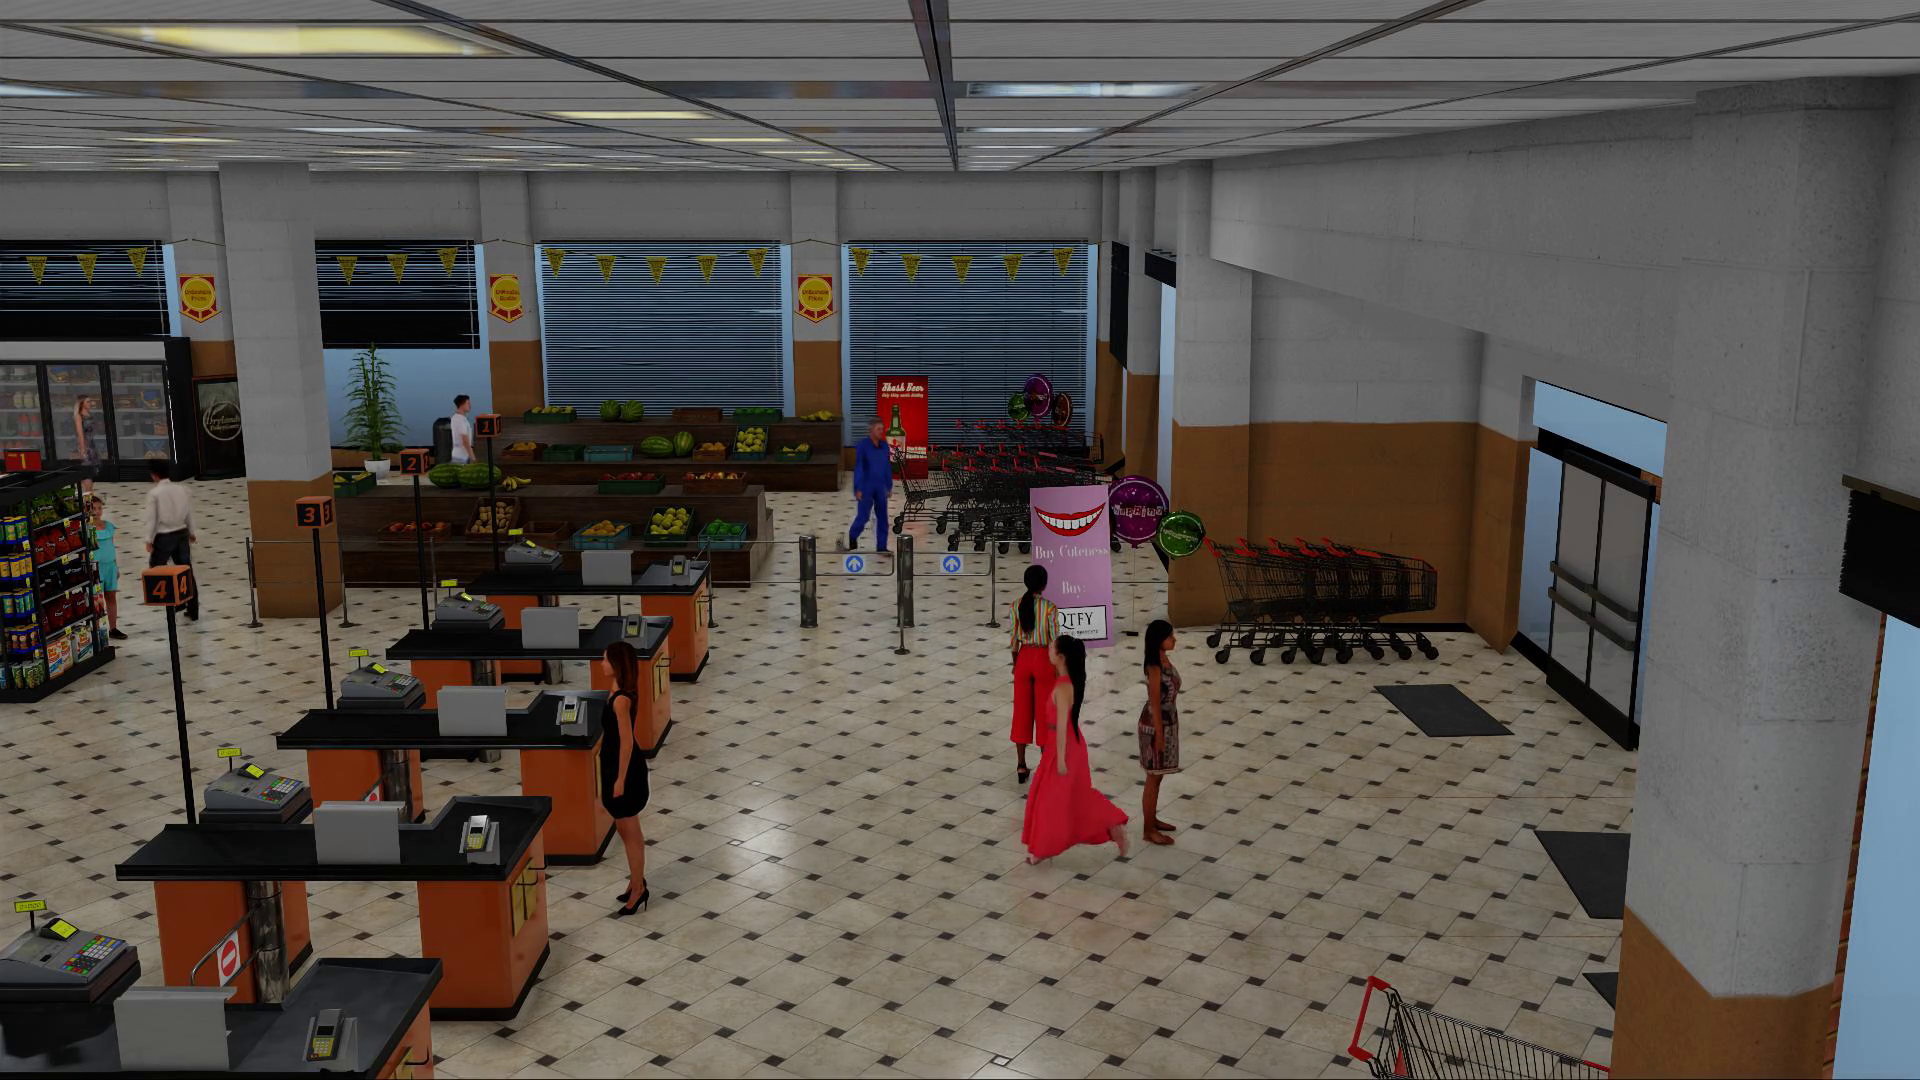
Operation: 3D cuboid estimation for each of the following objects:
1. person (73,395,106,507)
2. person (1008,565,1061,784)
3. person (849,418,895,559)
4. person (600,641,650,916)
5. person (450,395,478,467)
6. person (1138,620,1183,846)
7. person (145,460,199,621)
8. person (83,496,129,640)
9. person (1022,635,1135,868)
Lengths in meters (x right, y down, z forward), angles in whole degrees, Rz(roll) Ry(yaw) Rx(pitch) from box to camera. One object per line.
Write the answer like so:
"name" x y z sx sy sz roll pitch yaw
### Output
"person" -13.223 -1.332 24.997 0.750 1.691 0.572 0 12 -1
"person" 0.600 1.072 13.334 0.592 1.792 0.727 5 13 22
"person" -1.178 -0.676 21.579 1.049 1.814 1.093 -9 15 -36
"person" -2.203 1.559 10.917 0.582 1.835 0.617 -2 12 -11
"person" -7.221 -1.128 23.747 1.221 1.807 0.969 -5 13 -24
"person" 1.450 1.384 12.208 0.601 1.645 0.692 3 12 12
"person" -8.646 0.028 18.320 0.936 1.780 0.920 9 15 37
"person" -9.081 0.299 17.569 0.691 1.558 0.647 8 14 34
"person" 0.809 1.497 11.526 1.105 1.705 0.831 4 13 19
